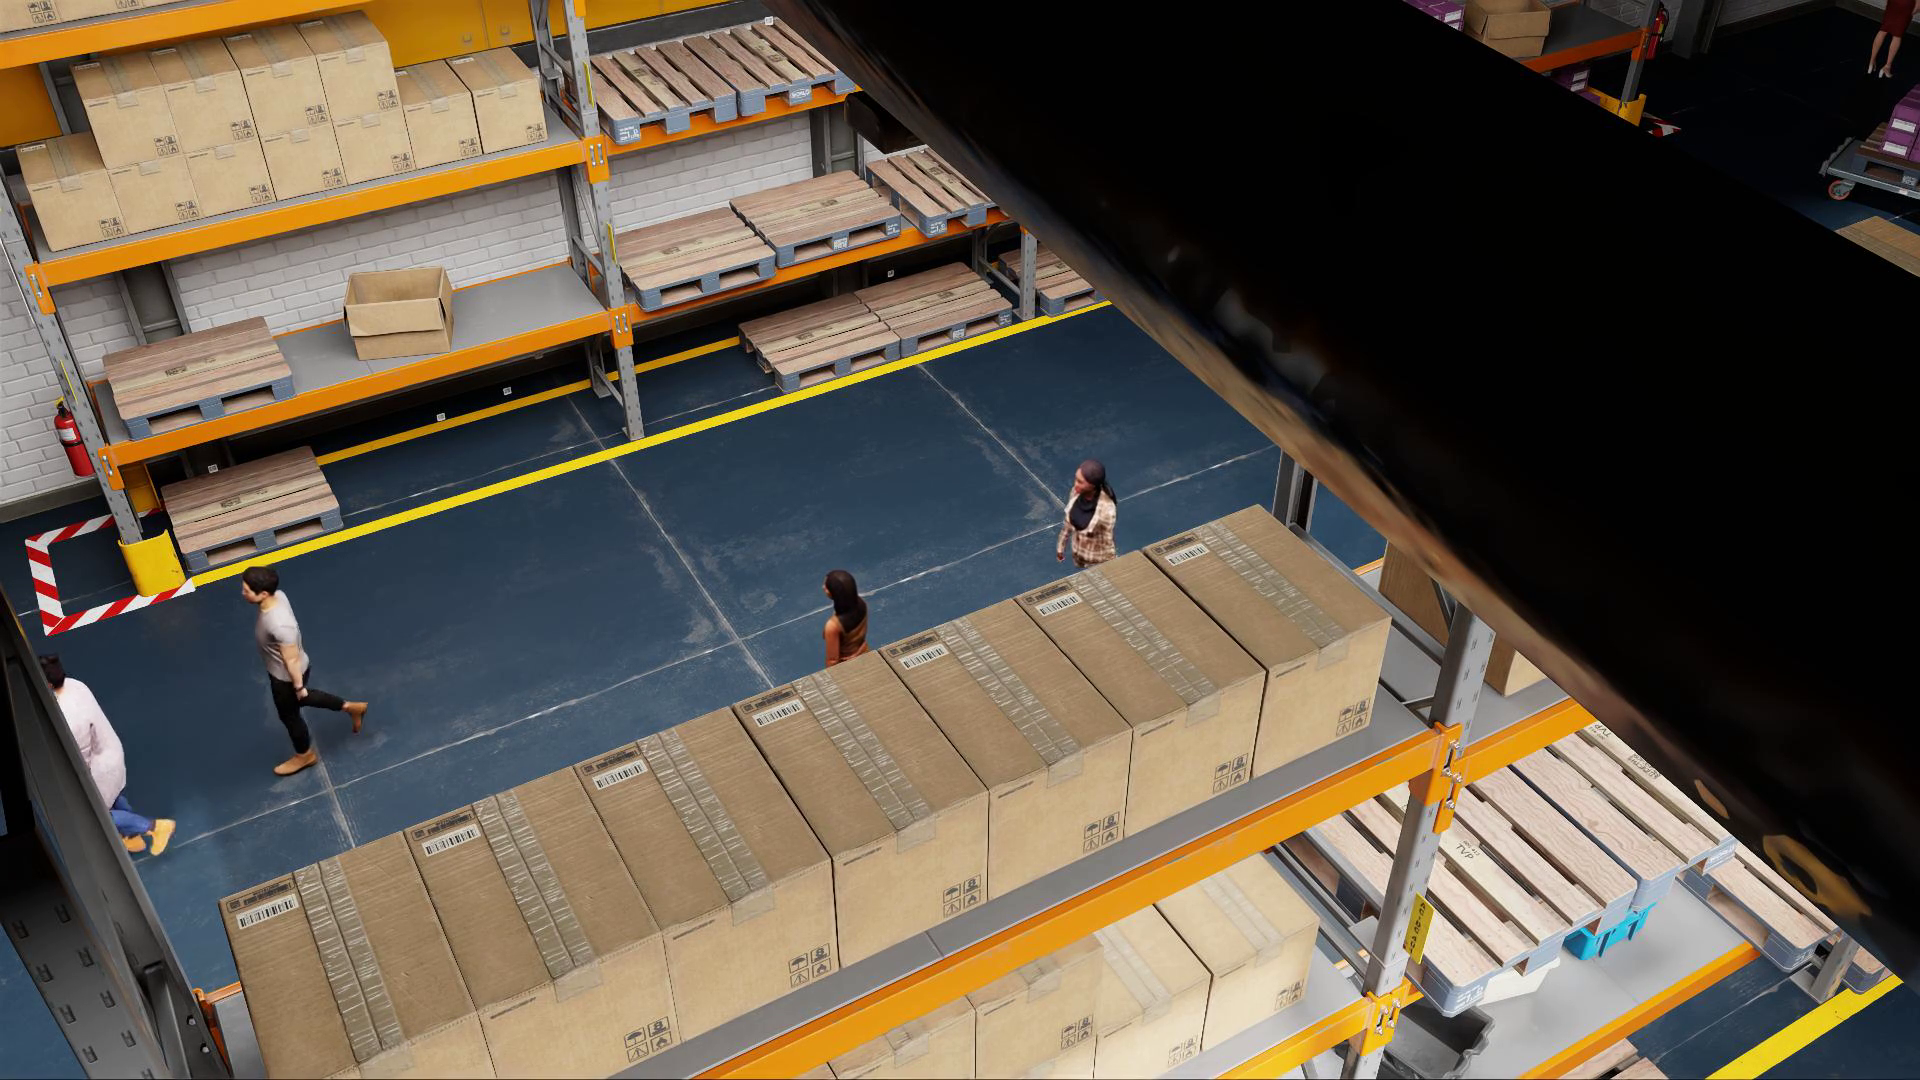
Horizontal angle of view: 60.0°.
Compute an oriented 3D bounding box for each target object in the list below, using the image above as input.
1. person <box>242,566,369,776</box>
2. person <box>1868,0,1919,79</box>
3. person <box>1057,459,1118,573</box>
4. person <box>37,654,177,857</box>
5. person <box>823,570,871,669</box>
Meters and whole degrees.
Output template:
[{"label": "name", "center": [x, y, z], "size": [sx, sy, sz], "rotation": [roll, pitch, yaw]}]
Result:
[{"label": "person", "center": [-4.354, 0.813, 10.957], "size": [0.937, 1.706, 0.649], "rotation": [-17, 42, -20]}, {"label": "person", "center": [11.339, -6.454, 20.021], "size": [0.525, 1.751, 0.605], "rotation": [-17, 42, -20]}, {"label": "person", "center": [0.991, 0.136, 11.775], "size": [1.092, 1.743, 0.629], "rotation": [-22, 43, -25]}, {"label": "person", "center": [-5.281, 1.354, 10.257], "size": [0.816, 1.735, 0.735], "rotation": [-14, 41, -17]}, {"label": "person", "center": [-0.722, 0.863, 10.912], "size": [0.705, 1.684, 0.611], "rotation": [18, 42, 21]}]
